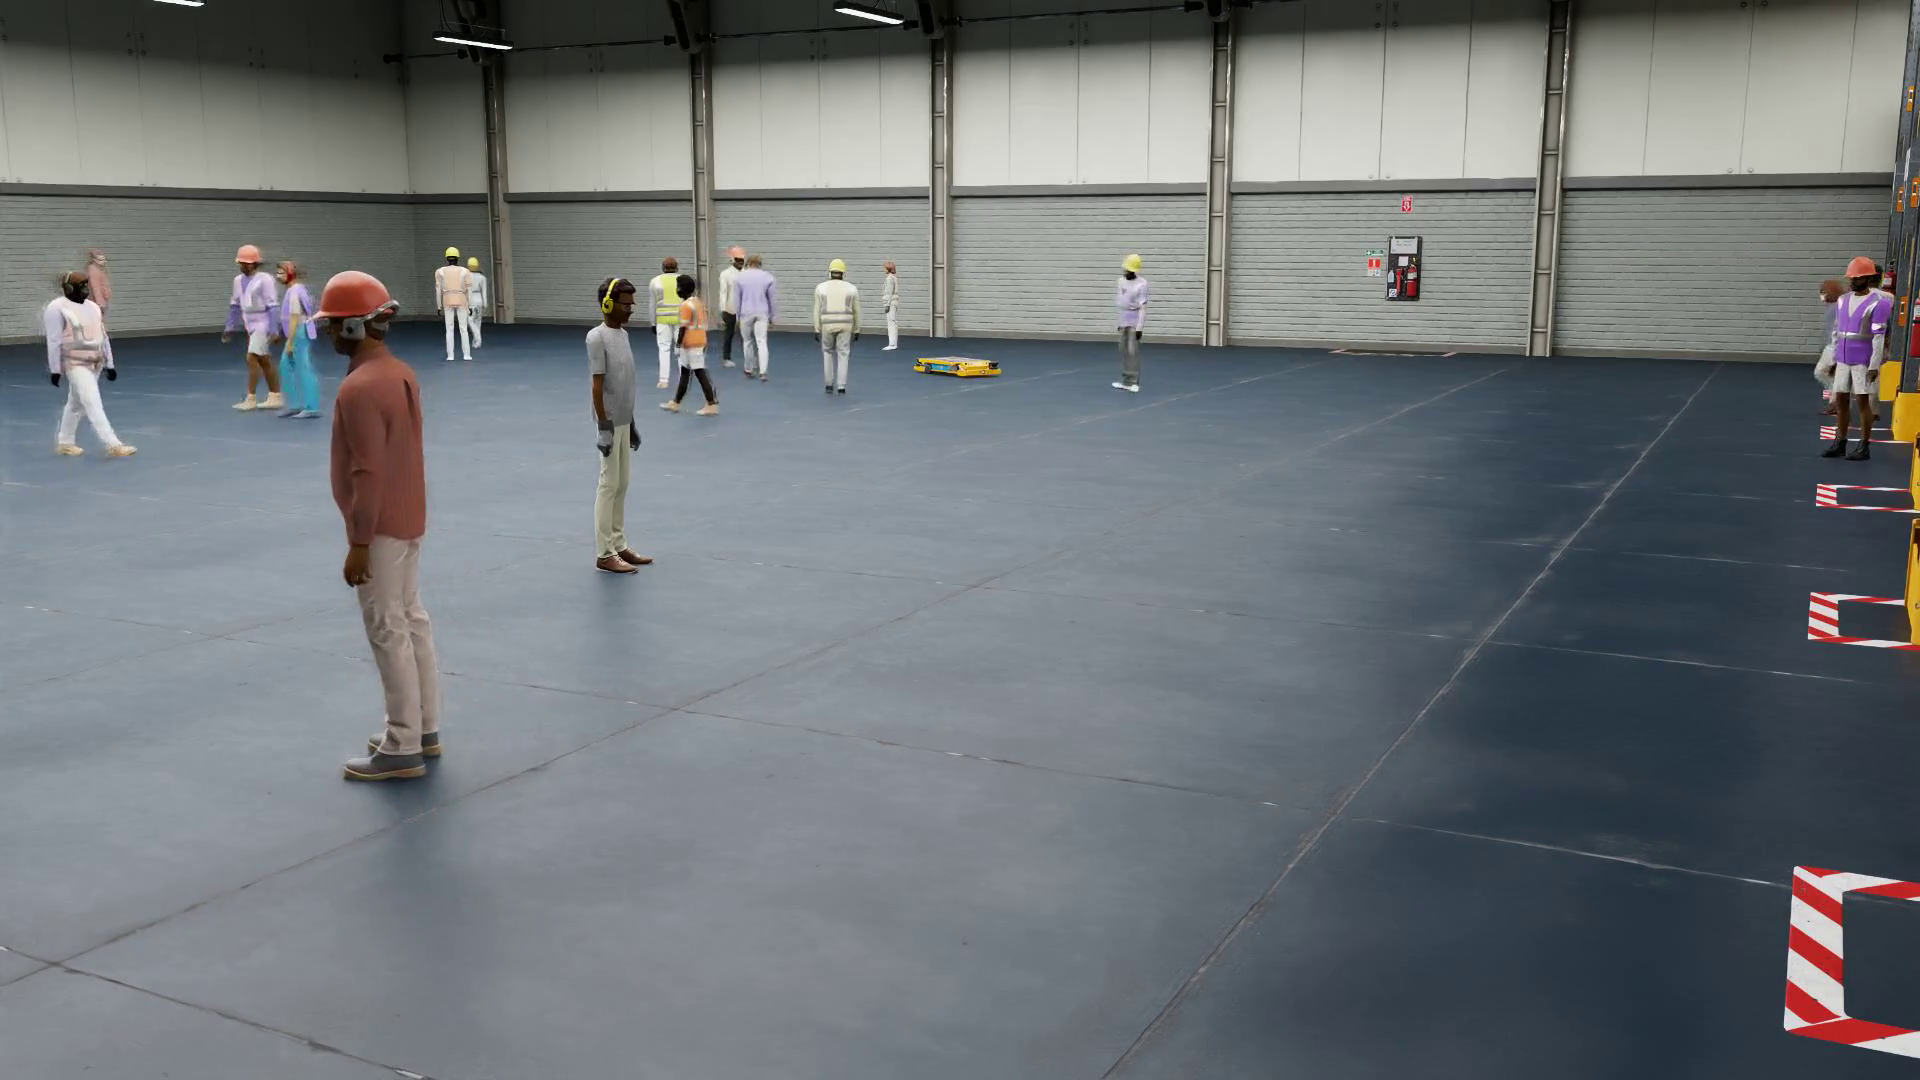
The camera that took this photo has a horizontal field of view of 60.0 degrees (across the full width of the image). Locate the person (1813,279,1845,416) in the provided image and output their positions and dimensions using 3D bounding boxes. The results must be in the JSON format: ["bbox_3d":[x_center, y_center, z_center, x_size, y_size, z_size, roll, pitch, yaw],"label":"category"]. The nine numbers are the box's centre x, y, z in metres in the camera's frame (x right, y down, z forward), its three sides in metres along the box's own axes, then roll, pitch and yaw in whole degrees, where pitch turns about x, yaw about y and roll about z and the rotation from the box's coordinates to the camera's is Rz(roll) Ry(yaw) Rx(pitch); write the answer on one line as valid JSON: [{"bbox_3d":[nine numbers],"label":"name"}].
[{"bbox_3d":[10.245,-2.246,19.541,0.409,1.612,0.601,3,11,16],"label":"person"}]

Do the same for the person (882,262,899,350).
[{"bbox_3d":[-1.294,-4.362,31.019,0.306,1.637,0.523,1,10,6],"label":"person"}]

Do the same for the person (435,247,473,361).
[{"bbox_3d":[-8.586,-4.000,28.259,0.591,1.923,0.381,-3,11,-15],"label":"person"}]

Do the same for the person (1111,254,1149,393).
[{"bbox_3d":[2.293,-2.948,22.664,0.464,1.876,0.745,-7,12,-32],"label":"person"}]

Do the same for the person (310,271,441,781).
[{"bbox_3d":[-2.298,-0.053,6.554,0.402,1.990,0.622,0,10,-2],"label":"person"}]

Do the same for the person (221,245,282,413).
[{"bbox_3d":[-8.611,-2.540,20.085,0.653,1.999,0.856,7,13,35],"label":"person"}]

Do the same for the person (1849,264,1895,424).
[{"bbox_3d":[10.264,-2.218,18.861,0.523,1.820,0.955,9,14,41],"label":"person"}]

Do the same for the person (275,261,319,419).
[{"bbox_3d":[-7.775,-2.305,19.264,0.617,1.824,0.576,-5,11,-25],"label":"person"}]

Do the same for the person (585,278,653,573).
[{"bbox_3d":[-2.177,-0.728,10.588,0.329,1.865,0.508,2,11,9],"label":"person"}]

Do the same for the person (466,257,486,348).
[{"bbox_3d":[-9.134,-4.460,31.304,0.489,1.721,0.719,-8,13,-37],"label":"person"}]

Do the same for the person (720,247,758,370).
[{"bbox_3d":[-3.559,-3.701,26.600,0.631,1.940,1.046,-6,12,-31],"label":"person"}]

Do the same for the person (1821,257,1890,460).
[{"bbox_3d":[8.504,-1.717,15.821,0.384,1.930,0.540,-4,11,-20],"label":"person"}]

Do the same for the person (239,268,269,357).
[{"bbox_3d":[-12.099,-3.971,28.558,0.558,1.749,0.388,-6,12,-28],"label":"person"}]

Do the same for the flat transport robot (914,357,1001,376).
[{"bbox_3d":[-0.049,-2.672,25.535,0.652,0.197,1.431,-7,13,-34],"label":"flat transport robot"}]

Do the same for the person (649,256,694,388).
[{"bbox_3d":[-4.020,-3.037,23.261,0.626,1.837,0.430,-3,11,-16],"label":"person"}]

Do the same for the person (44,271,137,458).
[{"bbox_3d":[-8.389,-1.677,15.965,0.949,1.792,0.644,2,11,11],"label":"person"}]

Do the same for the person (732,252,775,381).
[{"bbox_3d":[-3.045,-3.300,24.585,0.647,1.886,1.015,-3,11,-16],"label":"person"}]

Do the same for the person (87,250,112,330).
[{"bbox_3d":[-15.391,-4.236,29.715,0.476,1.865,0.697,-4,11,-19],"label":"person"}]

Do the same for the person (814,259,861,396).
[{"bbox_3d":[-1.644,-2.852,22.331,0.622,1.798,0.791,-1,10,-4],"label":"person"}]

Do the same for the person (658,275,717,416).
[{"bbox_3d":[-3.260,-2.292,19.655,0.837,1.652,0.543,1,10,5],"label":"person"}]
